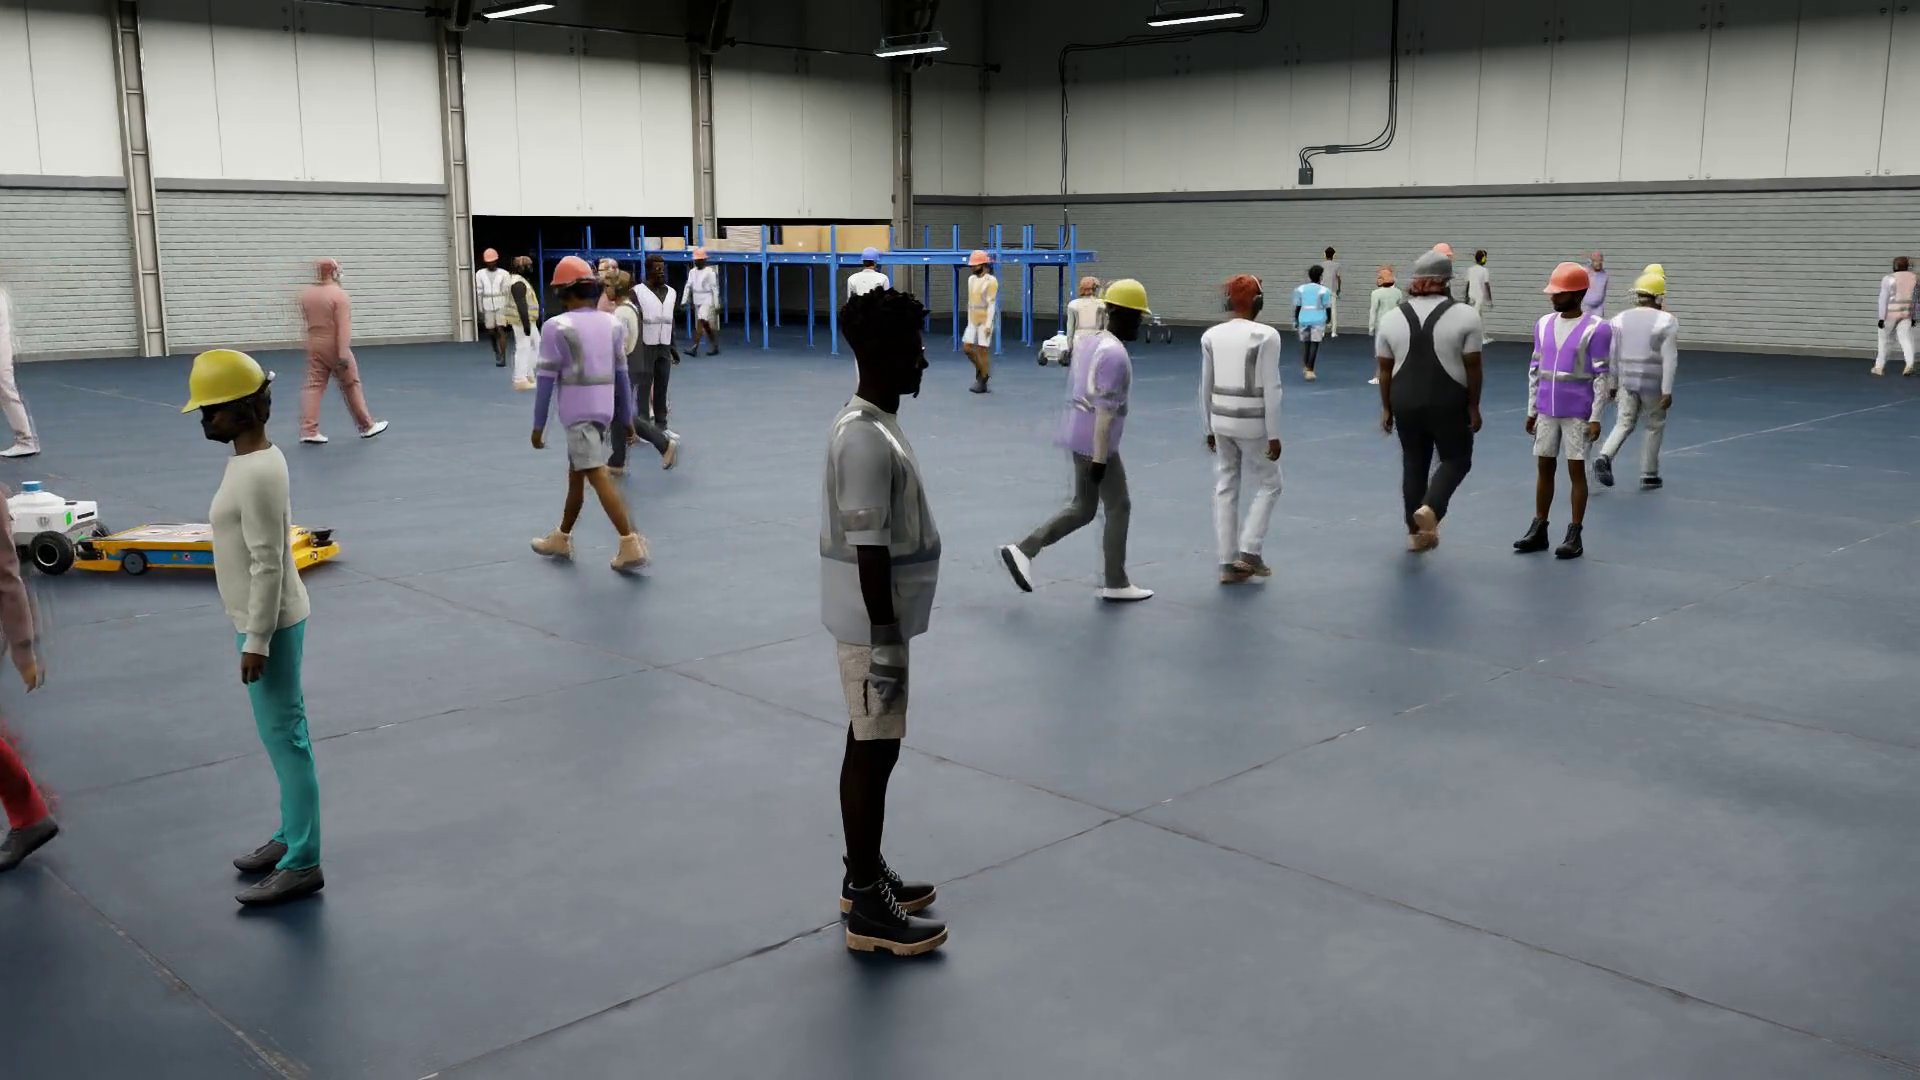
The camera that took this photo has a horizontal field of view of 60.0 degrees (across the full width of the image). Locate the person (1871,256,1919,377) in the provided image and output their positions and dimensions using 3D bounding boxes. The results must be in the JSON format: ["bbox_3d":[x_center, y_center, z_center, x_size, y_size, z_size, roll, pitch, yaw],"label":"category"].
[{"bbox_3d":[14.201,-3.385,25.134,0.642,1.813,0.913,0,10,1],"label":"person"}]

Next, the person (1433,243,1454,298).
[{"bbox_3d":[6.719,-3.161,23.384,0.375,1.997,0.612,5,12,27],"label":"person"}]

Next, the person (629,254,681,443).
[{"bbox_3d":[-3.156,-1.984,17.181,0.393,1.920,0.587,8,13,37],"label":"person"}]

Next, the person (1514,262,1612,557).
[{"bbox_3d":[3.997,-0.861,11.019,0.376,1.933,0.544,-8,13,-38],"label":"person"}]

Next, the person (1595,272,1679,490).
[{"bbox_3d":[5.633,-1.311,13.813,0.746,1.811,0.599,-8,13,-39],"label":"person"}]

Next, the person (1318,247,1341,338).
[{"bbox_3d":[7.667,-5.152,34.583,0.518,1.874,0.329,3,11,14],"label":"person"}]

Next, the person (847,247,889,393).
[{"bbox_3d":[-1.205,-2.917,22.183,0.605,1.949,0.402,4,11,19],"label":"person"}]

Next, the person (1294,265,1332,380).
[{"bbox_3d":[5.243,-3.206,24.527,0.550,1.664,0.742,7,12,33],"label":"person"}]

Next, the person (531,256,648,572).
[{"bbox_3d":[-2.384,-0.804,10.587,1.099,1.985,0.624,7,13,34],"label":"person"}]

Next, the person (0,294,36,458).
[{"bbox_3d":[-9.342,-1.703,15.785,0.931,1.861,0.670,-5,11,-24],"label":"person"}]

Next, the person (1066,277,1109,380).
[{"bbox_3d":[1.483,-2.213,19.200,0.515,1.636,0.315,2,11,13],"label":"person"}]

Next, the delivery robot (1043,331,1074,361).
[{"bbox_3d":[1.650,-3.187,27.321,0.477,0.478,0.707,6,12,29],"label":"delivery robot"}]

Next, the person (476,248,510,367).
[{"bbox_3d":[-7.563,-3.794,27.085,0.573,1.907,0.662,0,10,-2],"label":"person"}]

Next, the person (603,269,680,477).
[{"bbox_3d":[-2.861,-1.453,14.561,0.724,1.827,0.513,0,10,-1],"label":"person"}]

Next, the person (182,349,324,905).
[{"bbox_3d":[-2.248,0.272,5.315,0.326,1.761,0.523,-4,11,-22],"label":"person"}]

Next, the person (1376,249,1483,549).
[{"bbox_3d":[3.126,-0.909,11.100,0.704,2.000,0.663,8,13,36],"label":"person"}]

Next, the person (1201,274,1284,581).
[{"bbox_3d":[1.738,-0.679,10.174,0.446,1.873,0.616,-10,14,-44],"label":"person"}]

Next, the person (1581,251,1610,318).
[{"bbox_3d":[10.493,-3.915,27.883,0.654,1.869,0.714,-2,11,-9],"label":"person"}]

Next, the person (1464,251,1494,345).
[{"bbox_3d":[9.999,-4.649,32.000,0.957,1.819,0.535,-5,11,-24],"label":"person"}]

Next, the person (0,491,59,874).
[{"bbox_3d":[-3.166,0.323,5.196,0.535,1.703,0.940,2,11,12],"label":"person"}]

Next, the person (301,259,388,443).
[{"bbox_3d":[-6.390,-1.936,17.063,0.667,1.853,0.979,5,12,27],"label":"person"}]

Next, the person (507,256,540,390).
[{"bbox_3d":[-5.979,-3.000,22.980,0.520,1.822,0.652,-2,11,-9],"label":"person"}]

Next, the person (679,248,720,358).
[{"bbox_3d":[-4.523,-4.151,29.127,0.549,1.882,1.026,8,13,36],"label":"person"}]

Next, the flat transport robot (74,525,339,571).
[{"bbox_3d":[-4.842,0.047,10.716,1.431,0.197,0.652,1,10,5],"label":"flat transport robot"}]

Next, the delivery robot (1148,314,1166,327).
[{"bbox_3d":[3.937,-4.387,33.139,0.335,0.223,0.698,0,10,0],"label":"delivery robot"}]

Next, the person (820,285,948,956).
[{"bbox_3d":[-0.235,0.229,4.980,0.367,1.966,0.607,-1,10,-5],"label":"person"}]

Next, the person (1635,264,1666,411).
[{"bbox_3d":[8.351,-2.462,20.202,0.329,1.767,0.529,1,10,3],"label":"person"}]

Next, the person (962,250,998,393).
[{"bbox_3d":[0.256,-2.930,22.339,0.433,1.911,0.567,-10,14,-43],"label":"person"}]

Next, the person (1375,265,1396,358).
[{"bbox_3d":[7.371,-3.943,28.722,0.615,1.609,0.328,-9,14,-41],"label":"person"}]

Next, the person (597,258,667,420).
[{"bbox_3d":[-3.897,-2.303,19.087,0.977,1.861,0.632,-6,12,-28],"label":"person"}]

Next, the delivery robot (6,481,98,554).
[{"bbox_3d":[-5.940,-0.133,10.670,0.707,0.478,0.477,1,11,5],"label":"delivery robot"}]

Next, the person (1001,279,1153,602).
[{"bbox_3d":[0.696,-0.565,9.595,0.815,1.878,0.599,-2,11,-11],"label":"person"}]

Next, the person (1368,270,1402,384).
[{"bbox_3d":[6.085,-3.045,23.793,0.512,1.624,0.315,-3,11,-18],"label":"person"}]
